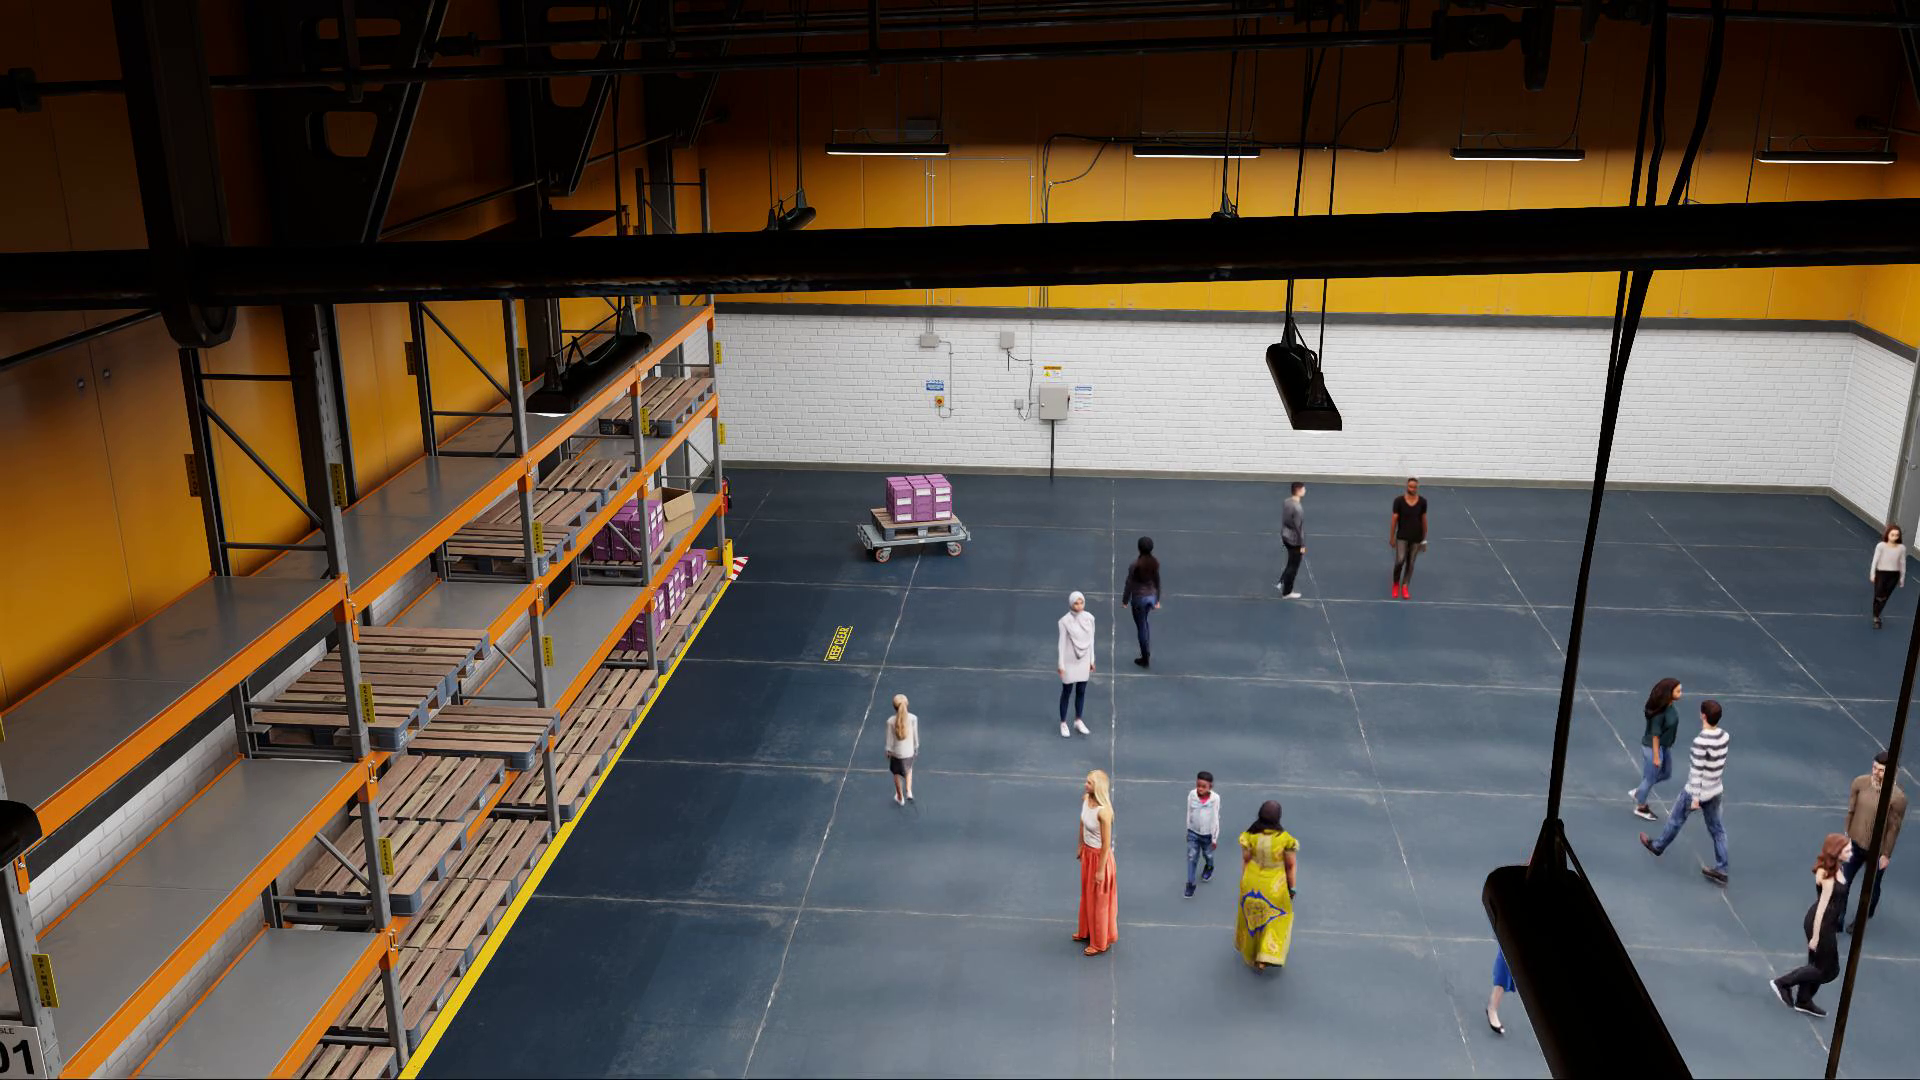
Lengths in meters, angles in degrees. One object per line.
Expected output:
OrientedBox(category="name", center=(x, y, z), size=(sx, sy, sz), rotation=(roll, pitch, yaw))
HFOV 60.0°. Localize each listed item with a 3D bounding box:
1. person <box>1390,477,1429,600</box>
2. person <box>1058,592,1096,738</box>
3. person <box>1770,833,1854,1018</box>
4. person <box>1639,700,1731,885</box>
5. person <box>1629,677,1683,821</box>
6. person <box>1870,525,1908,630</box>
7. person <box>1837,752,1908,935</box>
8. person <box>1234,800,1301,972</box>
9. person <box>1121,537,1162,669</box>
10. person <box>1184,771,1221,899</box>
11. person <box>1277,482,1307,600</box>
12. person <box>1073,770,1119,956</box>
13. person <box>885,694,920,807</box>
OrientedBox(category="person", center=(6.450, -0.056, 23.958), size=(0.646, 1.794, 0.608), rotation=(1, 19, 3))
OrientedBox(category="person", center=(1.359, 1.440, 19.544), size=(0.696, 1.775, 0.687), rotation=(-7, 20, -20))
OrientedBox(category="person", center=(7.263, 3.259, 14.204), size=(0.814, 1.737, 0.782), rotation=(12, 22, 33))
OrientedBox(category="person", center=(7.386, 2.514, 16.323), size=(1.091, 1.796, 1.272), rotation=(-10, 21, -28))
OrientedBox(category="person", center=(7.289, 2.180, 17.616), size=(0.790, 1.603, 0.729), rotation=(17, 25, 41))
OrientedBox(category="person", center=(12.739, 0.481, 22.883), size=(0.638, 1.461, 0.884), rotation=(5, 19, 14))
OrientedBox(category="person", center=(8.449, 2.794, 15.377), size=(0.958, 1.869, 0.904), rotation=(-13, 23, -34))
OrientedBox(category="person", center=(2.697, 3.123, 14.755), size=(0.861, 1.642, 1.000), rotation=(7, 20, 19))
OrientedBox(category="person", center=(2.416, 0.828, 21.423), size=(0.764, 1.735, 0.811), rotation=(-12, 22, -31))
OrientedBox(category="person", center=(2.395, 2.823, 16.280), size=(0.660, 1.237, 0.922), rotation=(8, 20, 22))
OrientedBox(category="person", center=(4.693, 0.017, 23.807), size=(0.783, 1.750, 0.682), rotation=(-5, 19, -16))
OrientedBox(category="person", center=(1.245, 2.912, 15.131), size=(0.782, 1.802, 0.657), rotation=(-7, 20, -19))
OrientedBox(category="person", center=(-0.604, 2.272, 17.871), size=(0.603, 1.267, 0.640), rotation=(-5, 19, -16))
